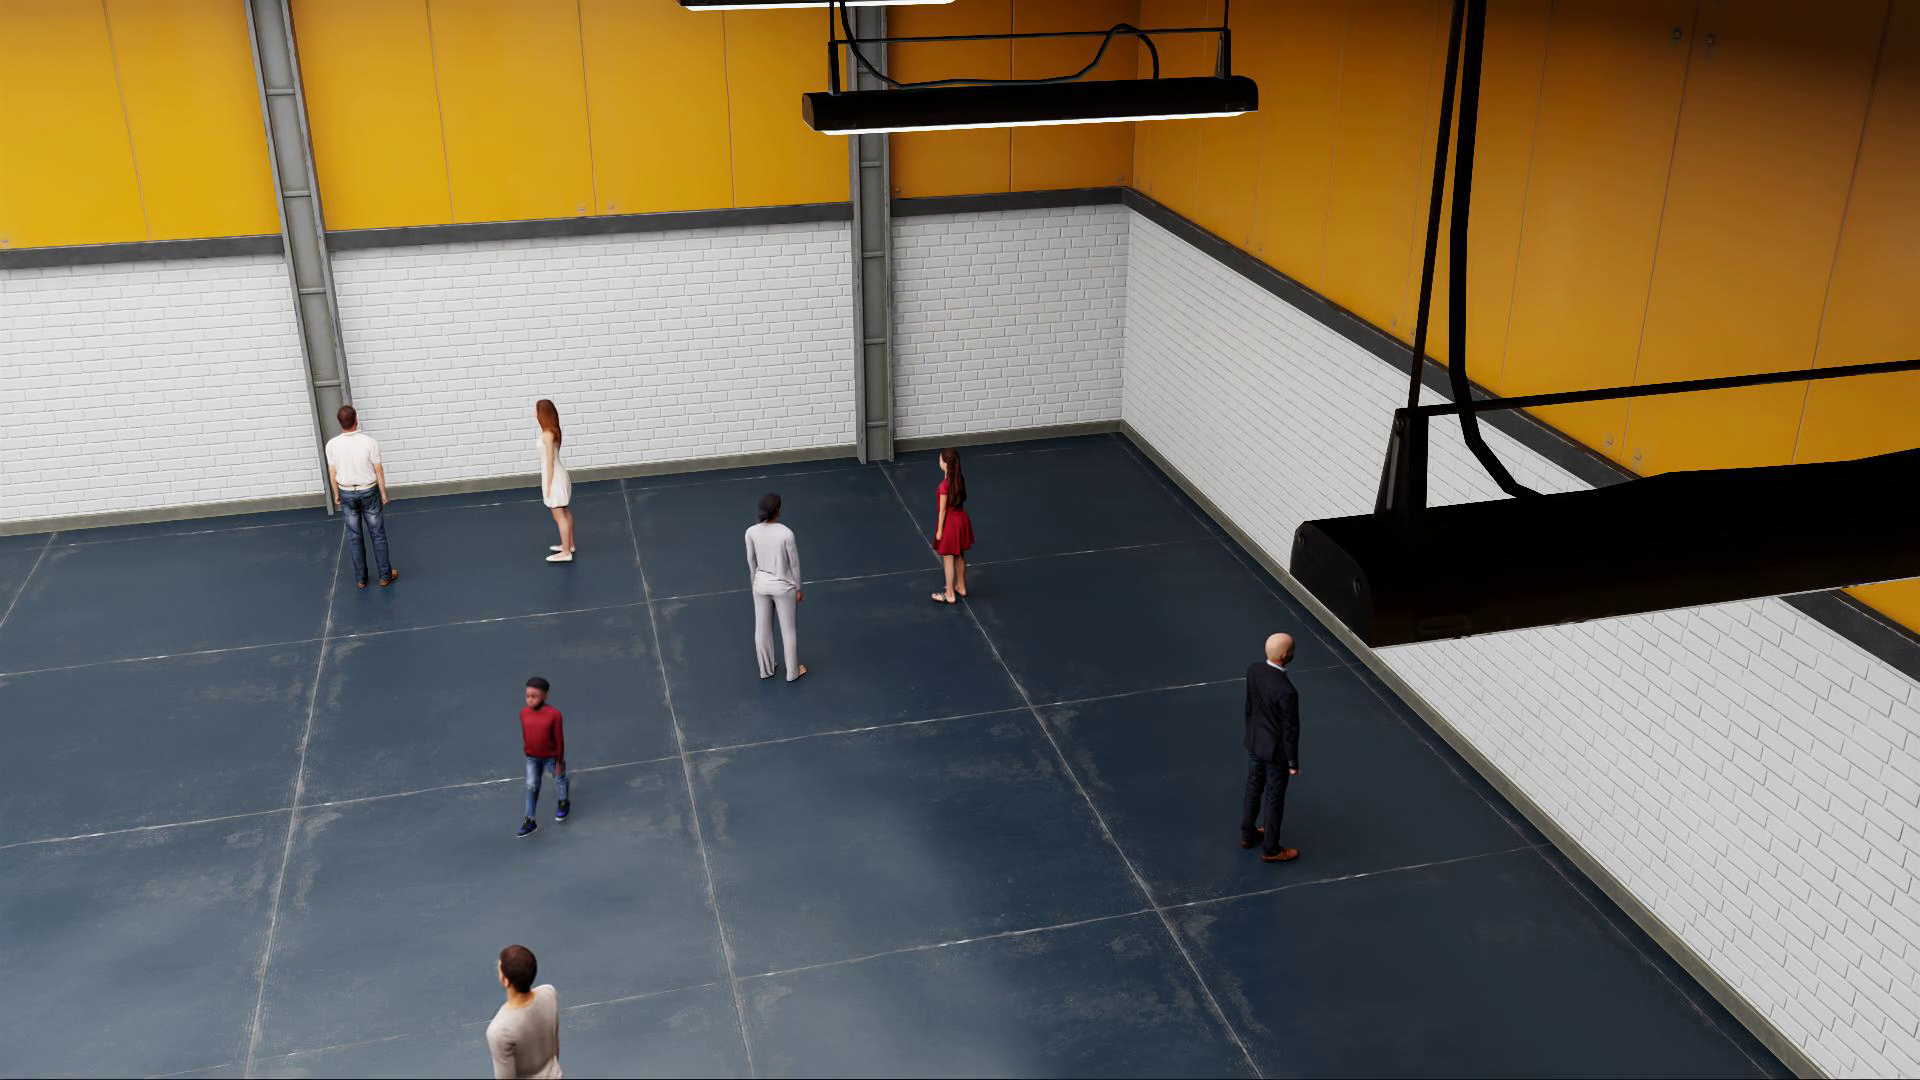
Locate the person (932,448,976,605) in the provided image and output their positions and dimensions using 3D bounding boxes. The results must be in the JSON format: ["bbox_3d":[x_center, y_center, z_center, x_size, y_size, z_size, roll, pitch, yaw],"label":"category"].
[{"bbox_3d":[-0.070,-0.152,16.083,0.747,1.551,0.687,13,27,27],"label":"person"}]

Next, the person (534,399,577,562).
[{"bbox_3d":[-4.120,-0.623,16.960,0.559,1.711,0.594,-3,24,-6],"label":"person"}]

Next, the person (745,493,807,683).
[{"bbox_3d":[-1.622,0.410,14.561,0.657,1.740,0.778,6,24,14],"label":"person"}]

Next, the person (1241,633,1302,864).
[{"bbox_3d":[2.245,1.485,12.026,0.682,1.800,0.735,-13,27,-28],"label":"person"}]

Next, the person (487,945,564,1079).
[{"bbox_3d":[-2.230,2.903,8.698,0.781,1.868,0.742,10,26,22],"label":"person"}]

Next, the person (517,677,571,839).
[{"bbox_3d":[-3.094,1.573,12.535,0.808,1.232,0.756,3,24,7],"label":"person"}]

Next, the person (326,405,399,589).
[{"bbox_3d":[-5.903,-0.430,16.341,0.540,1.854,0.739,-3,24,-7],"label":"person"}]
